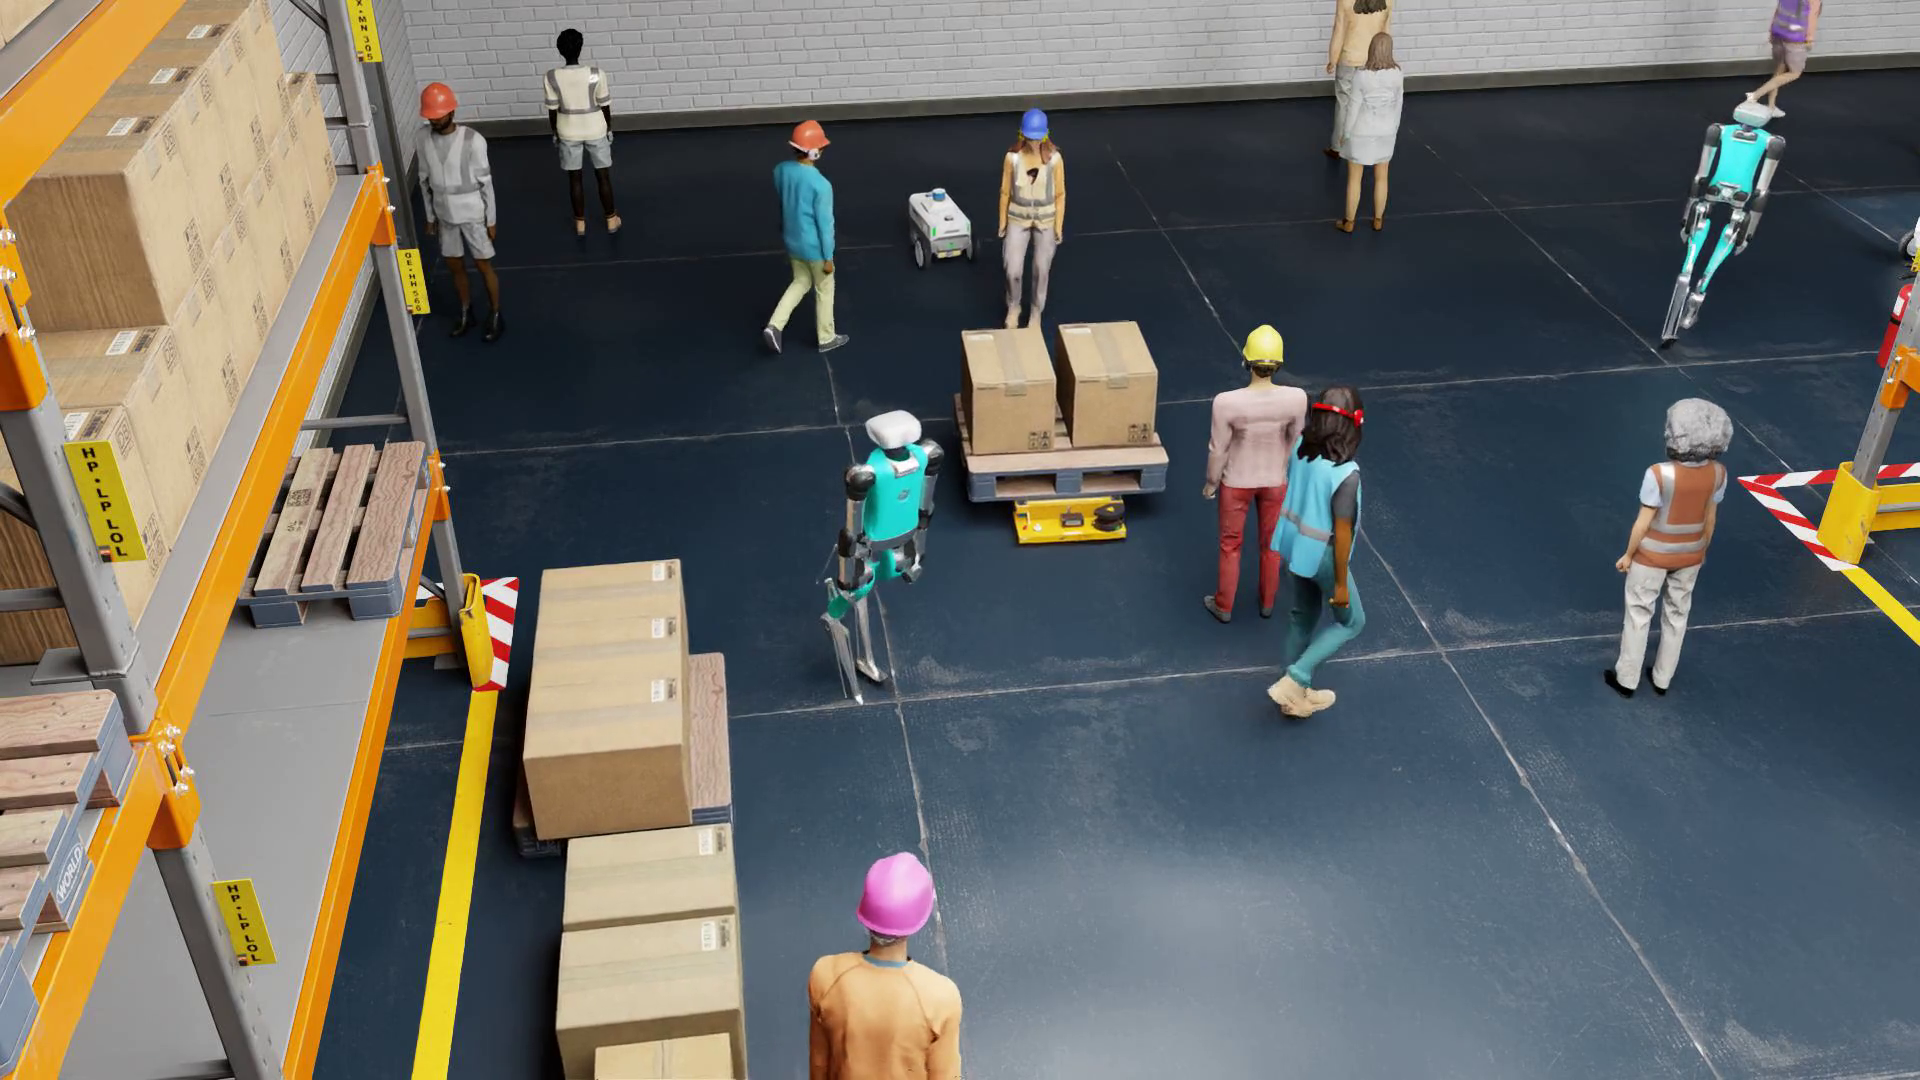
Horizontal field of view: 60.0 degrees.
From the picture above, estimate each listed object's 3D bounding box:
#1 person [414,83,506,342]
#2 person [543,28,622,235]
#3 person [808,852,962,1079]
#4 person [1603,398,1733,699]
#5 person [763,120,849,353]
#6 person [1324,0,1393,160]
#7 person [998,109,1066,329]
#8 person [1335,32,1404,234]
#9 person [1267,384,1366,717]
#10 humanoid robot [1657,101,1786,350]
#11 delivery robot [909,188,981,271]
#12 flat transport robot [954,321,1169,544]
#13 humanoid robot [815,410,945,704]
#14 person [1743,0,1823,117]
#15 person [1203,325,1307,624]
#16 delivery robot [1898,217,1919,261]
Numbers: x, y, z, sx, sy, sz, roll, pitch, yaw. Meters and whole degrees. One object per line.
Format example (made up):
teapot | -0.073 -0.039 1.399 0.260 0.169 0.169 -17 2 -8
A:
person | -3.589 -2.330 11.913 0.544 1.925 0.397 7 34 11
person | -3.100 -3.336 13.656 0.531 1.697 0.322 -4 33 -6
person | -0.242 1.874 5.478 0.512 1.944 0.708 4 33 6
person | 3.591 0.061 8.468 0.458 1.680 0.341 -4 33 -6
person | -1.103 -2.091 11.707 0.570 1.735 0.608 26 41 34
person | 3.613 -4.380 15.096 0.554 1.877 0.403 -4 33 -6
person | 0.518 -2.288 12.013 0.472 1.745 0.479 2 33 3
person | 3.374 -3.344 13.702 0.486 1.659 0.343 -4 33 -6
person | 1.797 0.098 8.253 0.451 1.852 0.562 -12 35 -17
humanoid robot | 5.328 -2.137 11.814 0.549 1.759 1.005 20 38 27
delivery robot | -0.161 -2.535 13.492 0.499 0.613 0.807 -10 34 -15
flat transport robot | 0.606 -0.439 10.525 0.659 0.231 1.431 -3 33 -5
humanoid robot | -0.486 0.064 8.429 0.547 1.781 0.818 -22 39 -30
person | 7.917 -4.835 15.970 0.568 1.672 0.513 -6 34 -10
person | 1.574 -0.336 8.996 0.523 1.769 0.322 -4 33 -6
delivery robot | 8.006 -2.418 13.270 0.739 0.566 0.499 -5 33 -7
